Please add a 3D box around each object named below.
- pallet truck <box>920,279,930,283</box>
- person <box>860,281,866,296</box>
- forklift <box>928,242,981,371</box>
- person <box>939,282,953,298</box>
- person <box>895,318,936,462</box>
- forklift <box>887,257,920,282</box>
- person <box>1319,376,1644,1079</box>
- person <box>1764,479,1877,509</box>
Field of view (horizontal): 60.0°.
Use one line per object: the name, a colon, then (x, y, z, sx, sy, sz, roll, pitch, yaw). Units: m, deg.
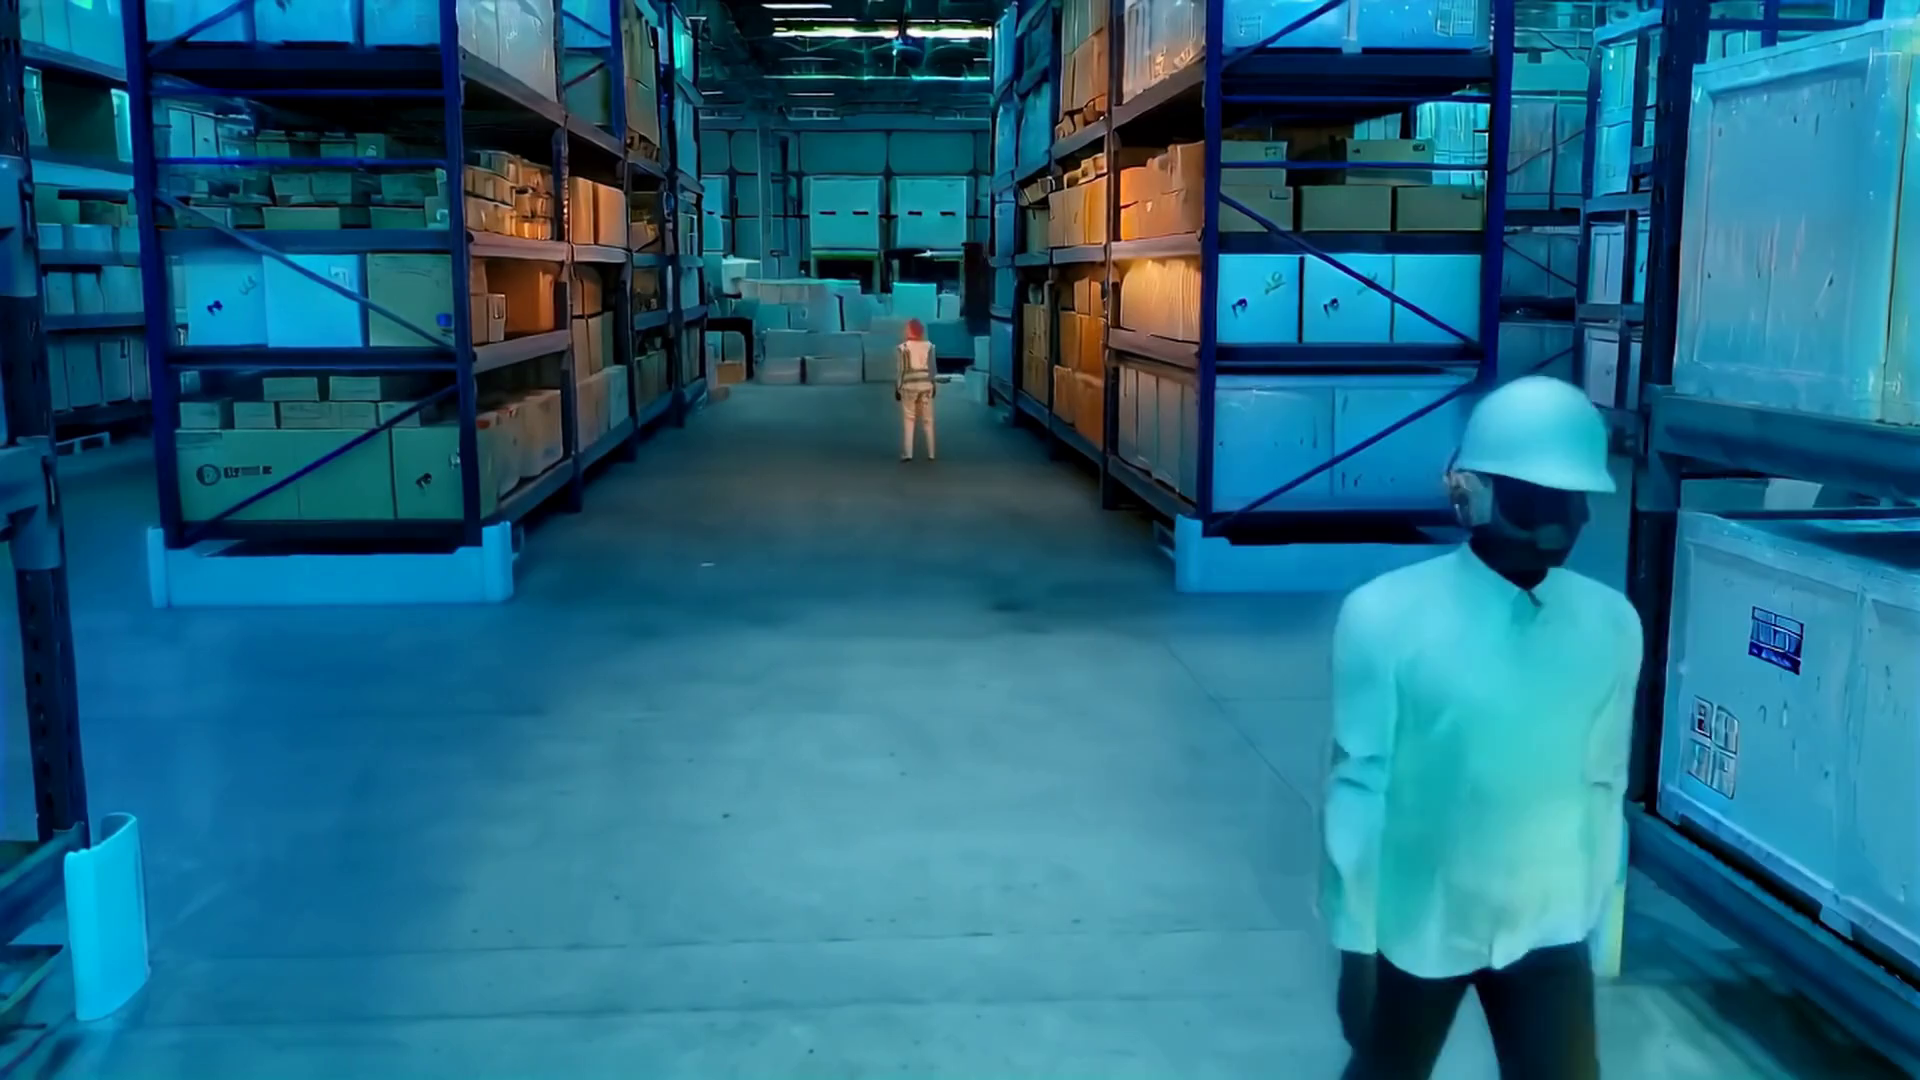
pallet truck: (-0.932, -8.922, 63.114, 1.885, 1.965, 0.823, 2, 9, 13)
person: (-3.463, -8.022, 57.711, 0.681, 1.922, 0.642, -3, 10, -18)
forklift: (0.257, -5.104, 36.376, 1.873, 2.768, 1.129, 1, 9, 5)
person: (-0.462, -8.053, 58.057, 0.617, 1.868, 0.410, 4, 10, 25)
person: (-0.498, -1.697, 18.911, 0.511, 1.630, 0.315, -5, 10, -30)
forklift: (-1.517, -6.422, 44.653, 1.129, 2.768, 1.873, -1, 9, -4)
person: (0.918, 0.663, 3.085, 0.620, 1.958, 0.981, -1, 9, -8)
person: (3.169, 0.246, 6.048, 0.530, 1.831, 0.595, 0, 9, 3)
